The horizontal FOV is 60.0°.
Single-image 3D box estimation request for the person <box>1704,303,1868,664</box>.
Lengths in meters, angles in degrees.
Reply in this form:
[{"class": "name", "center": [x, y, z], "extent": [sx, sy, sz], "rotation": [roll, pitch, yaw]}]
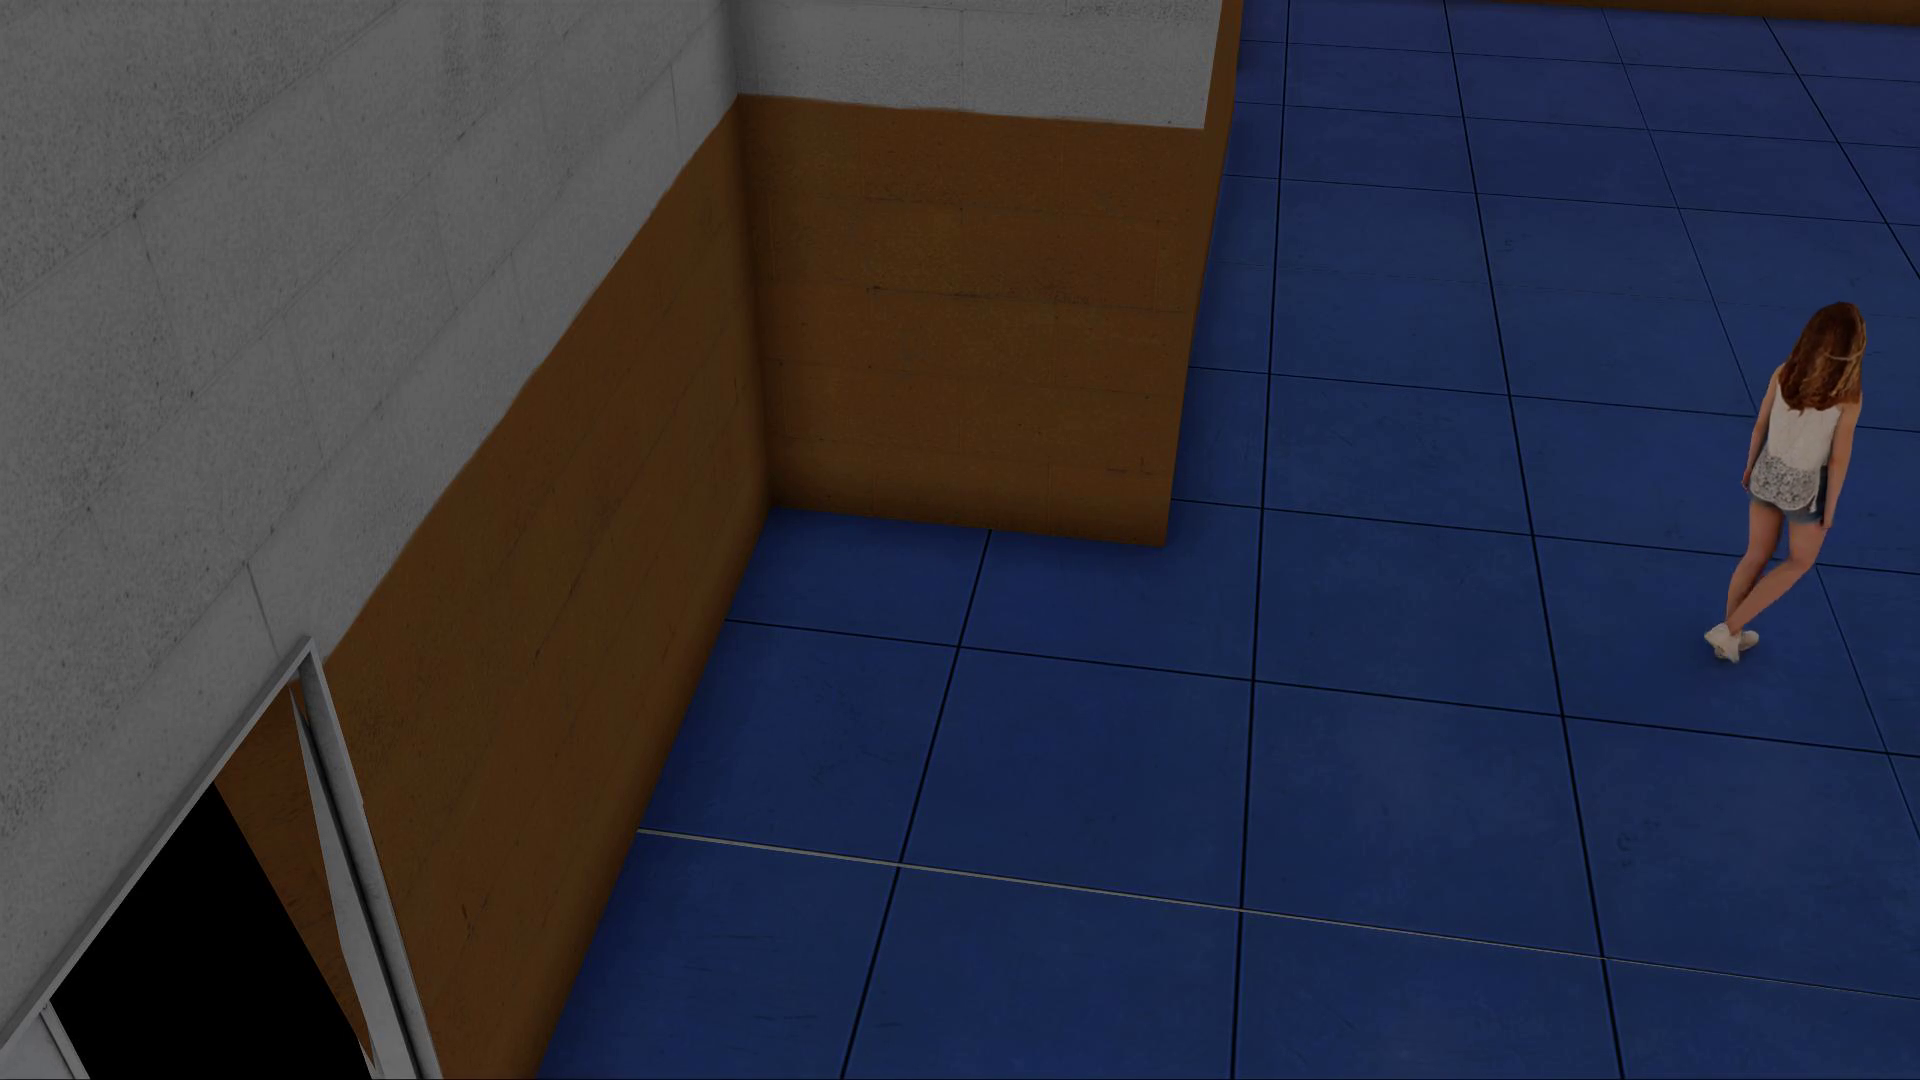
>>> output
[{"class": "person", "center": [3.421, -0.159, 7.012], "extent": [0.834, 1.742, 0.774], "rotation": [-21, 42, -25]}]
